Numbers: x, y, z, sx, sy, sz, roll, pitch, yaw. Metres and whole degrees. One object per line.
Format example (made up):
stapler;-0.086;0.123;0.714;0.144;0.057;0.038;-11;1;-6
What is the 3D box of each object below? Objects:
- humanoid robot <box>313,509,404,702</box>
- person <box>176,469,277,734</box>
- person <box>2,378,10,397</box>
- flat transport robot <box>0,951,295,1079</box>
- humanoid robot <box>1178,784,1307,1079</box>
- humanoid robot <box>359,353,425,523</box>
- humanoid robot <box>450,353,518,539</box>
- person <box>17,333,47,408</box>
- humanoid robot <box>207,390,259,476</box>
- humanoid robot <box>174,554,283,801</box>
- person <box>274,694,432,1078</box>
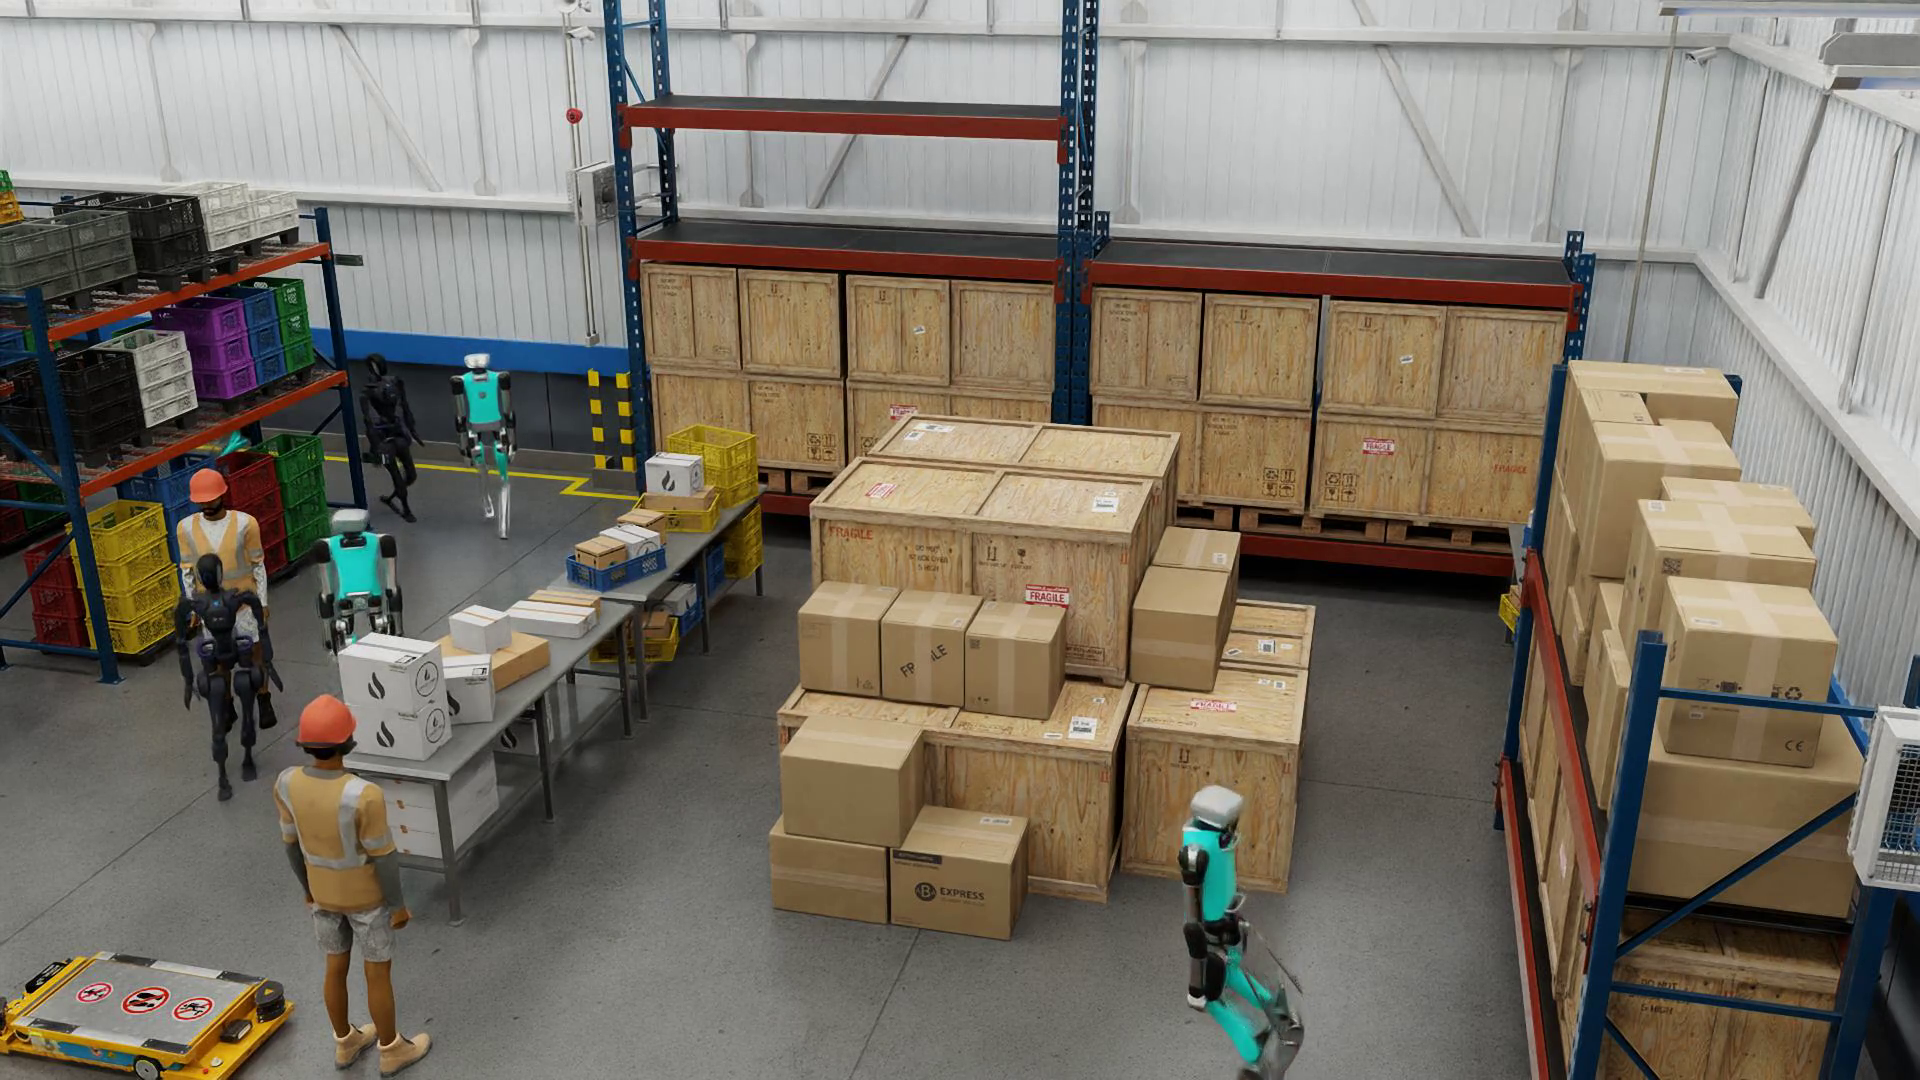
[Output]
humanoid robot;-3.974;0.775;11.107;0.535;1.872;0.815;-6;22;-15
person;-5.109;0.422;11.606;0.546;1.937;0.356;-6;22;-14
person;-10.329;-1.909;17.847;0.564;1.836;0.386;-6;22;-15
flat transport robot;-4.270;2.464;8.601;1.431;0.231;0.659;5;22;13
humanoid robot;1.381;2.027;7.739;0.792;1.805;0.531;10;23;25
humanoid robot;-5.377;-0.976;15.650;0.487;1.633;0.587;10;23;24
humanoid robot;-4.405;-0.955;15.504;0.542;1.771;0.962;-6;22;-15
person;-9.473;-1.591;16.999;0.513;1.844;0.330;9;23;22
humanoid robot;-6.953;-1.018;15.791;0.728;1.877;0.554;-17;27;-37
humanoid robot;-4.744;0.872;10.813;0.601;1.644;0.602;-9;23;-22
person;-2.970;1.696;8.122;0.607;2.048;0.364;7;22;17
